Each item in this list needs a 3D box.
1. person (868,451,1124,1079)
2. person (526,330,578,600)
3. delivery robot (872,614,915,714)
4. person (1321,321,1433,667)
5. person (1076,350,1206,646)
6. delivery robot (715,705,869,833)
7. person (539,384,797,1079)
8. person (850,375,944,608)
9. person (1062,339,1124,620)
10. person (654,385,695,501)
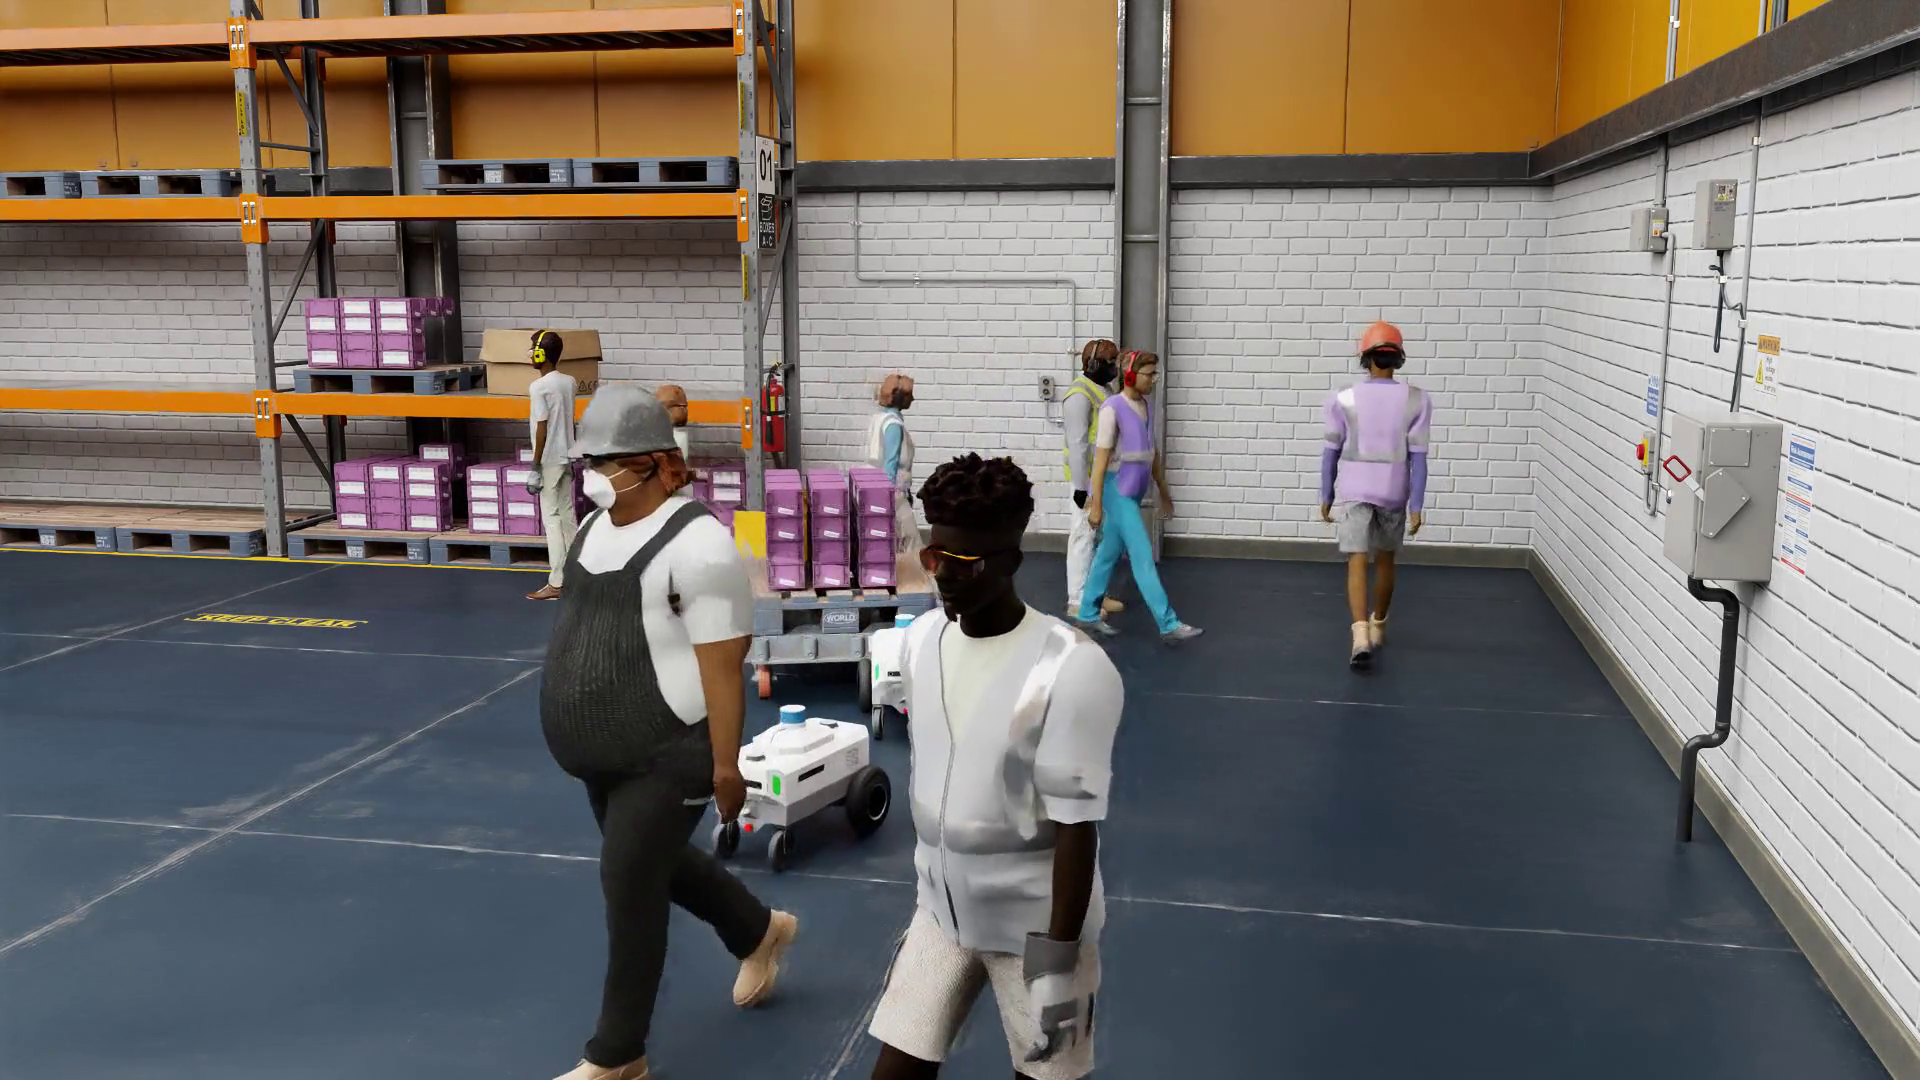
[{"bbox_3d":[0.039,0.792,3.448,0.627,1.941,0.692,8,12,41],"label":"person"},{"bbox_3d":[-2.836,-0.517,11.537,0.329,1.872,0.508,3,10,17],"label":"person"},{"bbox_3d":[-0.274,0.618,8.368,0.477,0.478,0.707,0,9,-3],"label":"delivery robot"},{"bbox_3d":[2.428,-0.274,9.720,0.609,2.001,1.046,2,10,10],"label":"person"},{"bbox_3d":[1.121,-0.252,10.145,0.985,1.788,0.604,5,11,28],"label":"person"},{"bbox_3d":[-0.666,0.904,6.647,0.477,0.478,0.707,5,11,28],"label":"delivery robot"},{"bbox_3d":[-0.834,0.515,4.802,0.905,2.000,0.689,-9,13,-42],"label":"person"},{"bbox_3d":[-0.393,-0.297,11.024,0.874,1.587,0.520,-2,10,-13],"label":"person"},{"bbox_3d":[0.895,-0.398,10.933,0.429,1.838,0.622,4,10,25],"label":"person"},{"bbox_3d":[-1.845,-0.168,10.290,0.868,1.585,0.500,-7,12,-36],"label":"person"}]
